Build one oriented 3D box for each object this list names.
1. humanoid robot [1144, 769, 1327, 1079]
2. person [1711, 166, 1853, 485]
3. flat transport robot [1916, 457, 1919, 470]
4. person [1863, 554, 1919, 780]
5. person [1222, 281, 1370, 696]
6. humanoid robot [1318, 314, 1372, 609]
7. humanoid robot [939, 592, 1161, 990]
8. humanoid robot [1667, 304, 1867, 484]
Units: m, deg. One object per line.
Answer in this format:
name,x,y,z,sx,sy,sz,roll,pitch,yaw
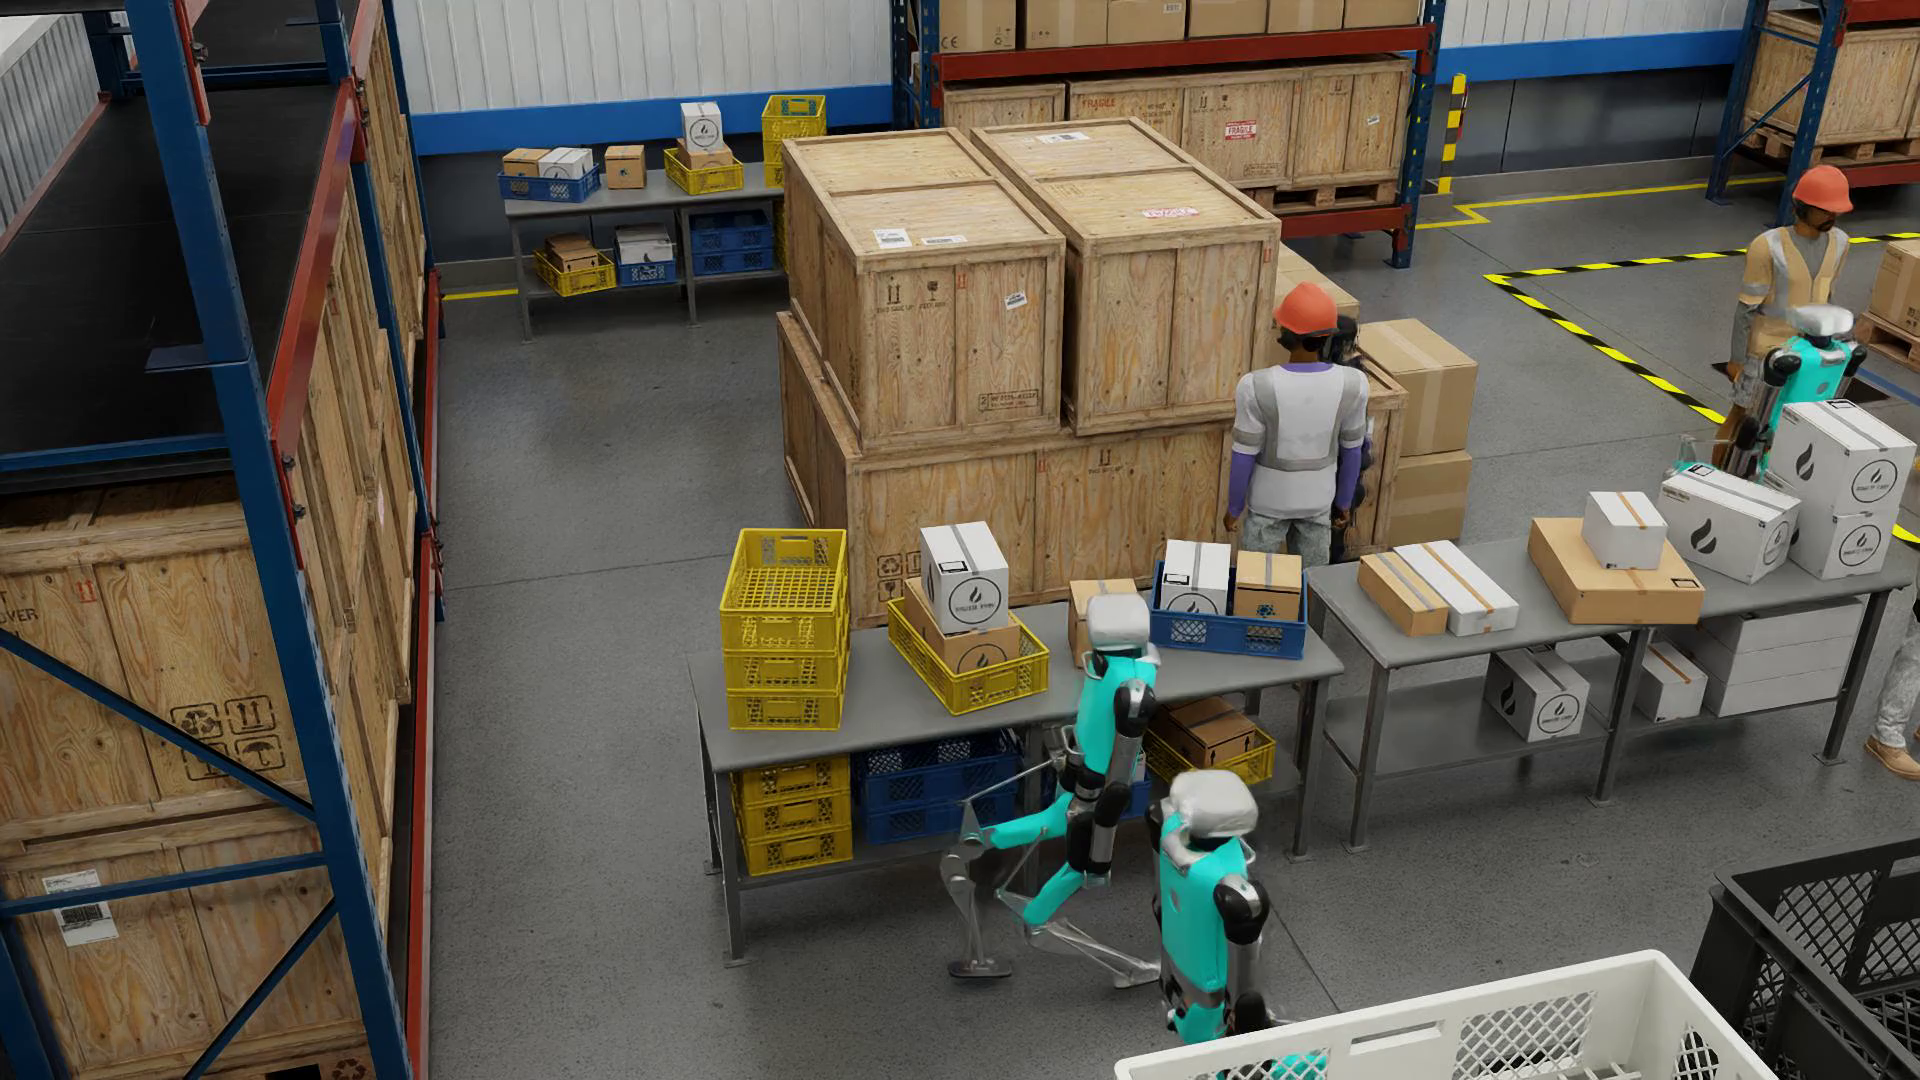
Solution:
humanoid robot,0.866,1.422,5.016,0.921,1.768,0.546,-11,31,-20
person,4.555,-1.068,9.219,0.614,2.040,0.379,-8,30,-14
flat transport robot,6.554,-0.451,9.907,1.431,0.197,0.652,-7,30,-13
person,4.361,0.189,7.155,0.622,1.837,0.429,-10,30,-17
person,1.514,-0.205,7.646,0.613,2.047,0.356,-3,29,-5
humanoid robot,1.871,-0.371,8.344,0.415,1.645,0.610,-8,30,-13
humanoid robot,0.277,0.981,5.846,1.059,1.741,0.542,-3,29,-5
humanoid robot,3.965,-0.438,8.421,0.540,1.746,1.032,-10,30,-17
